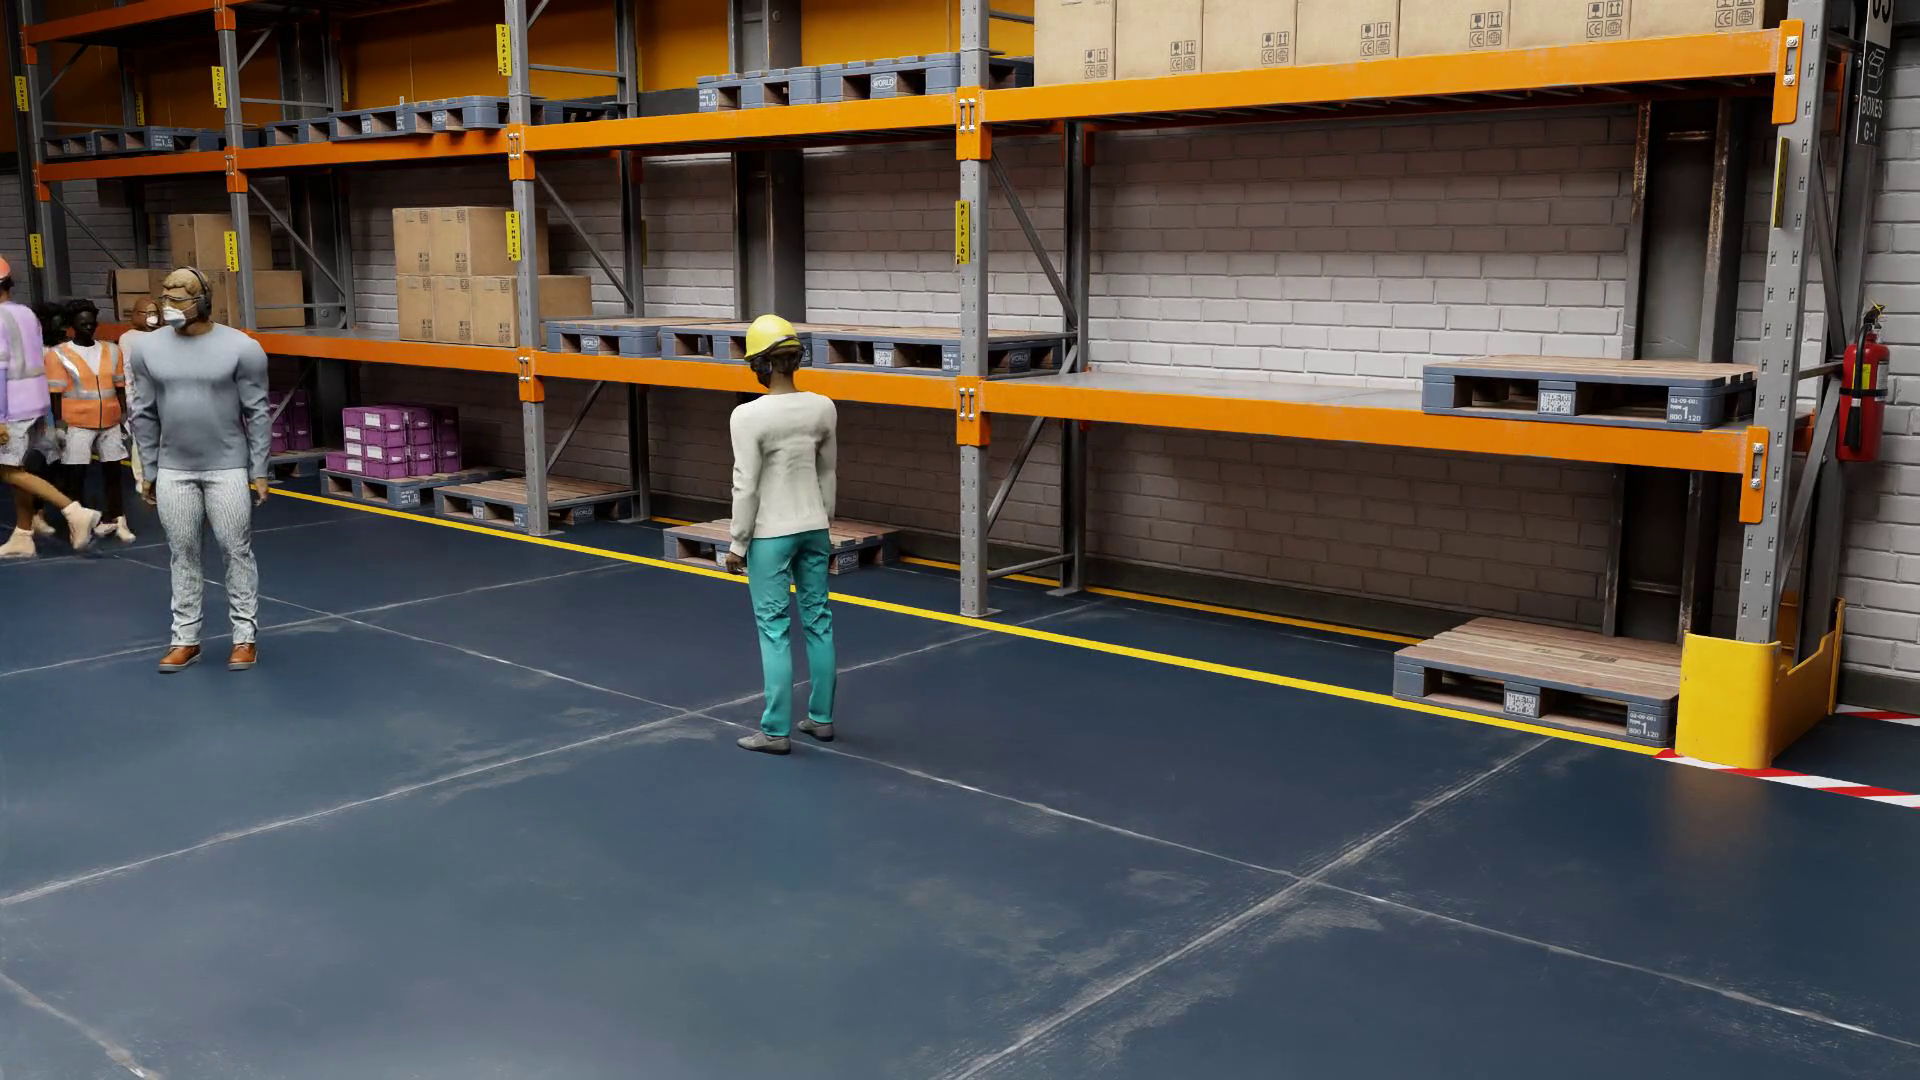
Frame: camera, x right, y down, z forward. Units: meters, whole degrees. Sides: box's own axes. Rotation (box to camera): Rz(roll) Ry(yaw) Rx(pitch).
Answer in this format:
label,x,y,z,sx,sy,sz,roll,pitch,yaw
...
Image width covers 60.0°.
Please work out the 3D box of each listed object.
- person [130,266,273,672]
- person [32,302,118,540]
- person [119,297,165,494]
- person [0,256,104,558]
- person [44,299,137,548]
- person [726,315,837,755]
label,x,y,z,sx,sy,sz,roll,pitch,yaw
person,-3.611,-0.330,7.958,0.629,1.937,0.379,-1,10,-4
person,-6.259,-0.824,11.576,0.864,1.650,0.541,2,10,12
person,-6.688,-1.194,13.773,0.284,1.626,0.500,6,12,30
person,-5.996,-0.851,10.731,0.722,2.010,0.645,-1,10,-6
person,-5.897,-0.787,11.276,0.321,1.688,0.535,7,12,36
person,-0.718,-0.017,6.687,0.325,1.760,0.523,10,14,44
